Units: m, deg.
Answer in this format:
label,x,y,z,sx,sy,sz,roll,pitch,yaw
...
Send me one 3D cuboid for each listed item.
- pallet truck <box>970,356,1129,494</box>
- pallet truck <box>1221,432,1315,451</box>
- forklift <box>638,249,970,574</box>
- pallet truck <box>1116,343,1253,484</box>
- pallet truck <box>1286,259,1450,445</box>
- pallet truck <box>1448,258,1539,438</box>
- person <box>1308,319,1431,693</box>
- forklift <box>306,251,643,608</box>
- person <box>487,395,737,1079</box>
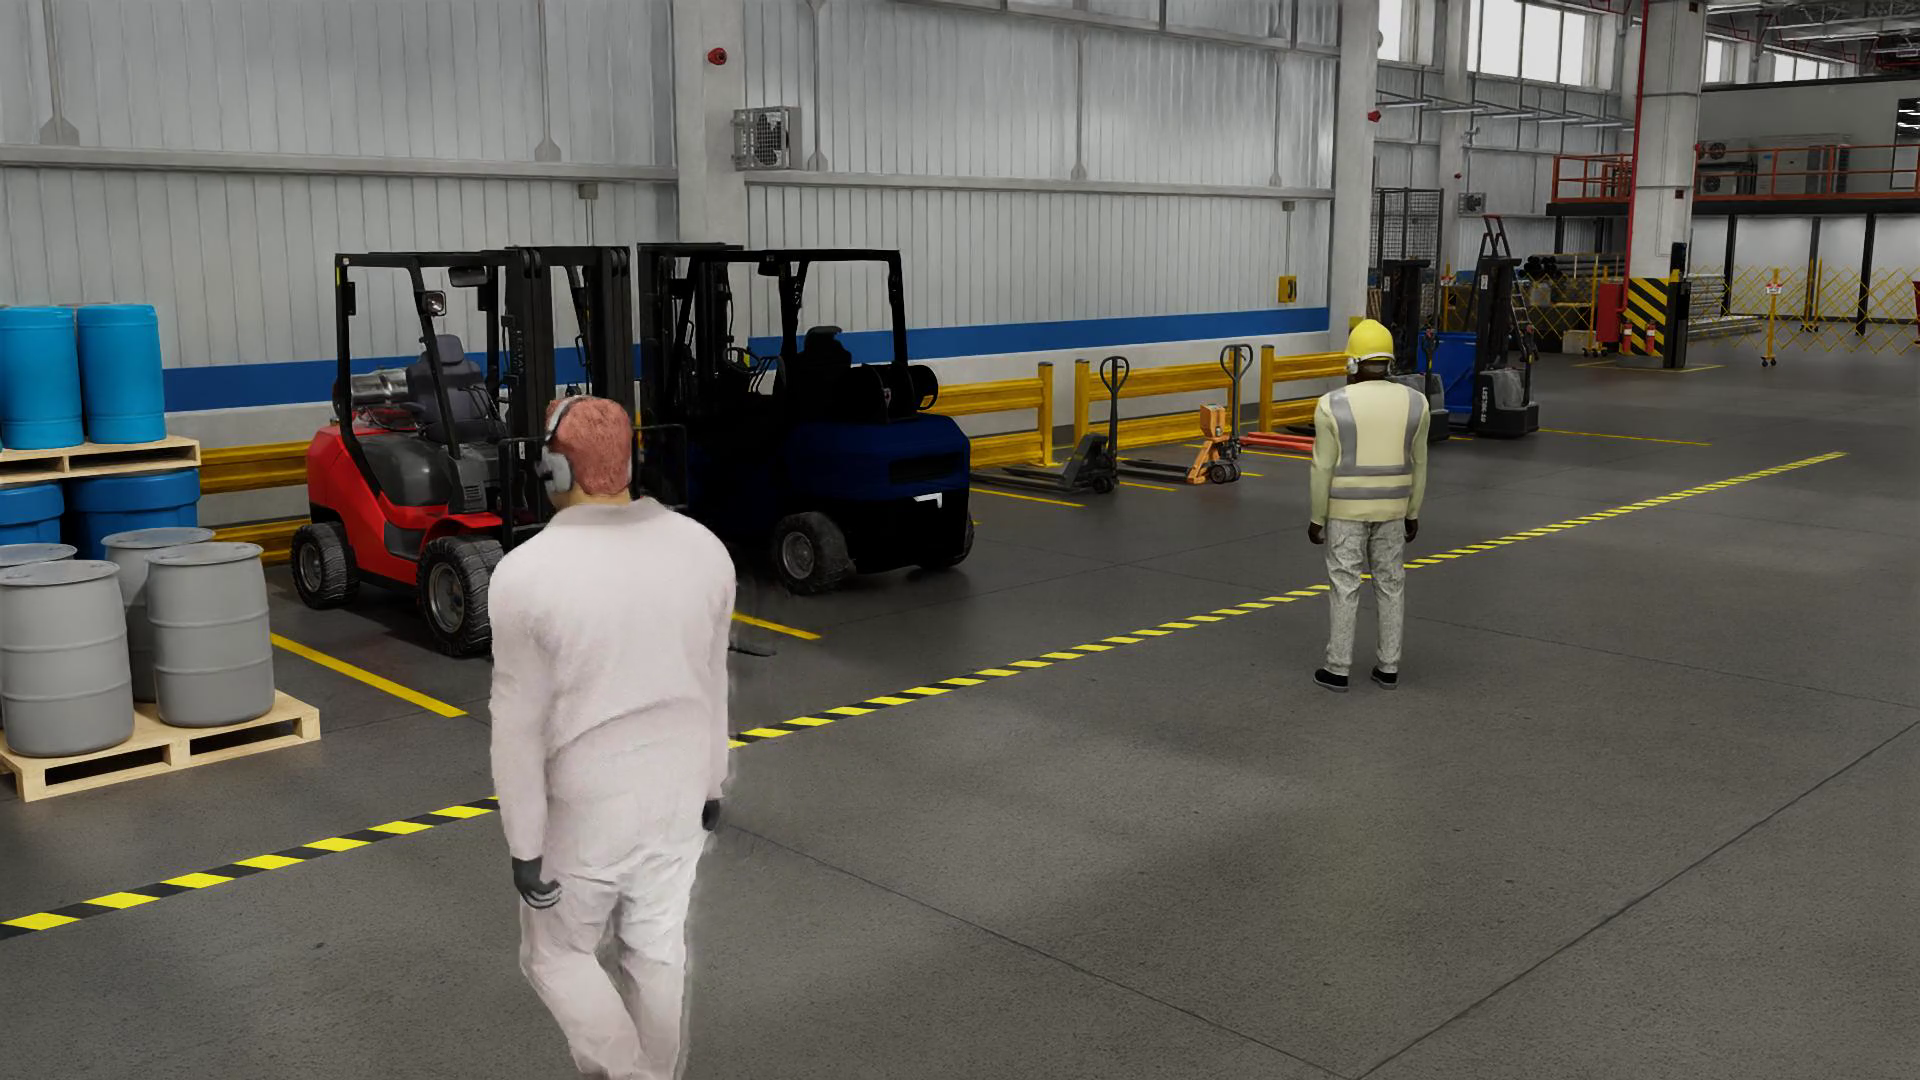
label,x,y,z,sx,sy,sz,roll,pitch,yaw
pallet truck,0.784,-1.085,14.876,0.680,1.201,1.601,-10,14,-44
pallet truck,3.563,-1.581,17.381,0.653,1.274,1.630,-10,14,-44
forklift,-1.173,-0.958,11.239,2.680,1.987,1.157,10,14,43
pallet truck,1.962,-1.215,15.415,1.522,1.261,0.704,10,14,43
pallet truck,4.493,-2.078,18.196,0.823,1.965,1.885,-9,14,-40
pallet truck,5.704,-2.208,18.901,1.885,1.965,0.823,10,14,43
person,1.986,-0.159,8.165,0.590,1.837,0.404,-2,11,-9
forklift,-2.833,-0.669,9.694,1.157,1.987,2.680,-10,14,-44
person,-0.770,0.609,3.850,0.641,1.885,0.552,-9,14,-41
